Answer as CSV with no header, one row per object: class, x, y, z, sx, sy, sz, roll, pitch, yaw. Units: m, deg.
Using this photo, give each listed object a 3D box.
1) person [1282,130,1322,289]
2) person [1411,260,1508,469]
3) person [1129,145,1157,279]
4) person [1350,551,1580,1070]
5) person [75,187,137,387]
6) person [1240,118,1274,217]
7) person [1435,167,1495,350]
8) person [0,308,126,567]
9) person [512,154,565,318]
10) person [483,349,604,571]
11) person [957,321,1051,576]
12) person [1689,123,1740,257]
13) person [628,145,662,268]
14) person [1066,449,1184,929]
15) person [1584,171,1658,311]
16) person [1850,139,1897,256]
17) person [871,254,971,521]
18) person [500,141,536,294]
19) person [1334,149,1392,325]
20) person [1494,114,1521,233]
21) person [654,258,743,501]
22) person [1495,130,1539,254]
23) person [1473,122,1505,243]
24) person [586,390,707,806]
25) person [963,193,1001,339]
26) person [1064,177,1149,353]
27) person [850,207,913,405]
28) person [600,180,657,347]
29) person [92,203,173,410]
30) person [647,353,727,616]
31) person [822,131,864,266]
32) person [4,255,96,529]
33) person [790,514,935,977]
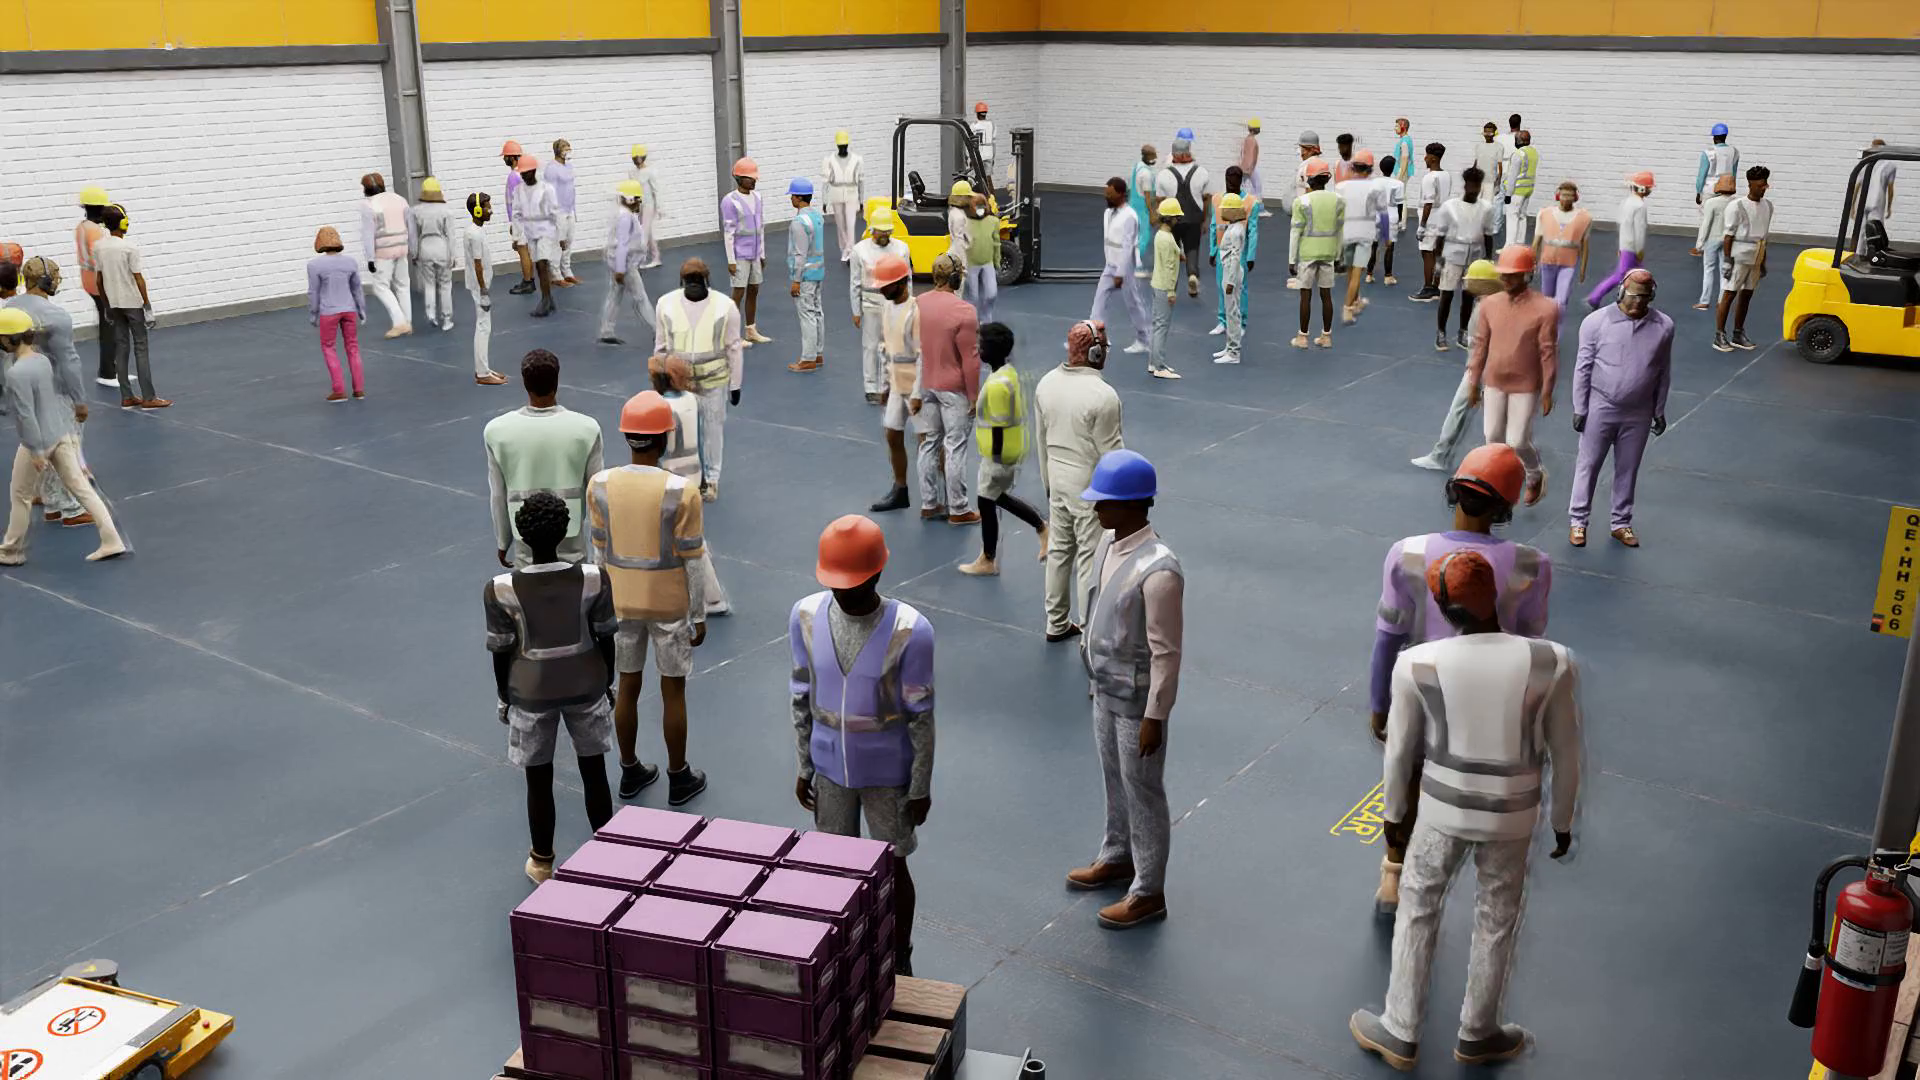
person,4.477,-4.317,21.759,0.536,2.000,0.676,4,18,13
person,4.129,-1.340,13.017,0.950,1.694,0.498,10,20,27
person,2.463,-4.454,22.586,0.353,1.805,0.638,-3,18,-10
person,1.711,0.944,5.608,0.685,1.858,0.356,5,19,16
person,-8.316,-2.441,16.131,0.465,1.917,0.607,-12,21,-33
person,5.057,-6.539,29.232,0.931,1.719,0.535,-2,18,-7
person,5.392,-2.991,17.763,0.625,1.947,0.433,-2,18,-6
person,-6.012,-0.659,10.833,0.935,1.717,0.540,-1,18,-4
person,-5.057,-3.603,19.754,0.570,1.899,0.830,6,19,18
person,-2.102,-0.024,8.555,0.585,1.911,0.390,-4,18,-13
person,0.318,-0.570,10.621,0.597,1.678,0.542,3,18,8
person,11.143,-5.158,24.559,0.604,1.939,0.416,-3,18,-8
person,-4.492,-4.636,23.266,0.546,1.727,0.875,12,21,34
person,0.655,0.586,6.575,0.404,1.945,0.615,-5,19,-17
person,7.962,-3.533,19.846,0.828,1.718,0.589,3,18,9
person,12.619,-4.620,23.043,0.533,1.832,0.633,10,20,29
person,-0.312,-1.087,11.878,0.586,1.908,0.770,-13,22,-36
person,-5.675,-4.134,21.353,0.354,1.939,0.545,0,18,-1
person,4.670,-3.544,19.442,0.627,1.988,1.078,12,21,32
person,8.943,-5.940,27.030,0.593,1.922,0.391,16,24,40
person,-1.914,-1.134,12.151,0.661,1.821,0.660,-1,18,-2
person,8.320,-5.172,24.783,0.635,1.831,0.429,-17,24,-42
person,8.238,-5.606,26.091,0.509,1.860,0.334,15,23,40
person,-1.399,0.274,7.593,0.539,1.929,0.388,3,18,11
person,0.212,-3.022,18.387,0.526,1.611,0.417,-5,18,-15
person,1.626,-2.864,17.497,0.993,1.861,0.617,-8,19,-23
person,-0.719,-2.160,15.375,0.600,1.821,0.403,-7,19,-20
person,-3.522,-2.982,17.990,0.907,1.782,0.602,-6,19,-18
person,-7.570,-2.113,15.147,0.531,1.867,0.317,5,18,16
person,-1.753,-0.335,10.024,0.785,1.596,0.536,5,18,15
person,-1.673,-4.878,23.782,0.607,1.868,1.009,-1,18,-2
person,-6.346,-1.022,11.649,0.636,1.928,0.390,9,20,26
person,-0.357,0.816,5.913,0.544,1.920,0.420,7,19,20
